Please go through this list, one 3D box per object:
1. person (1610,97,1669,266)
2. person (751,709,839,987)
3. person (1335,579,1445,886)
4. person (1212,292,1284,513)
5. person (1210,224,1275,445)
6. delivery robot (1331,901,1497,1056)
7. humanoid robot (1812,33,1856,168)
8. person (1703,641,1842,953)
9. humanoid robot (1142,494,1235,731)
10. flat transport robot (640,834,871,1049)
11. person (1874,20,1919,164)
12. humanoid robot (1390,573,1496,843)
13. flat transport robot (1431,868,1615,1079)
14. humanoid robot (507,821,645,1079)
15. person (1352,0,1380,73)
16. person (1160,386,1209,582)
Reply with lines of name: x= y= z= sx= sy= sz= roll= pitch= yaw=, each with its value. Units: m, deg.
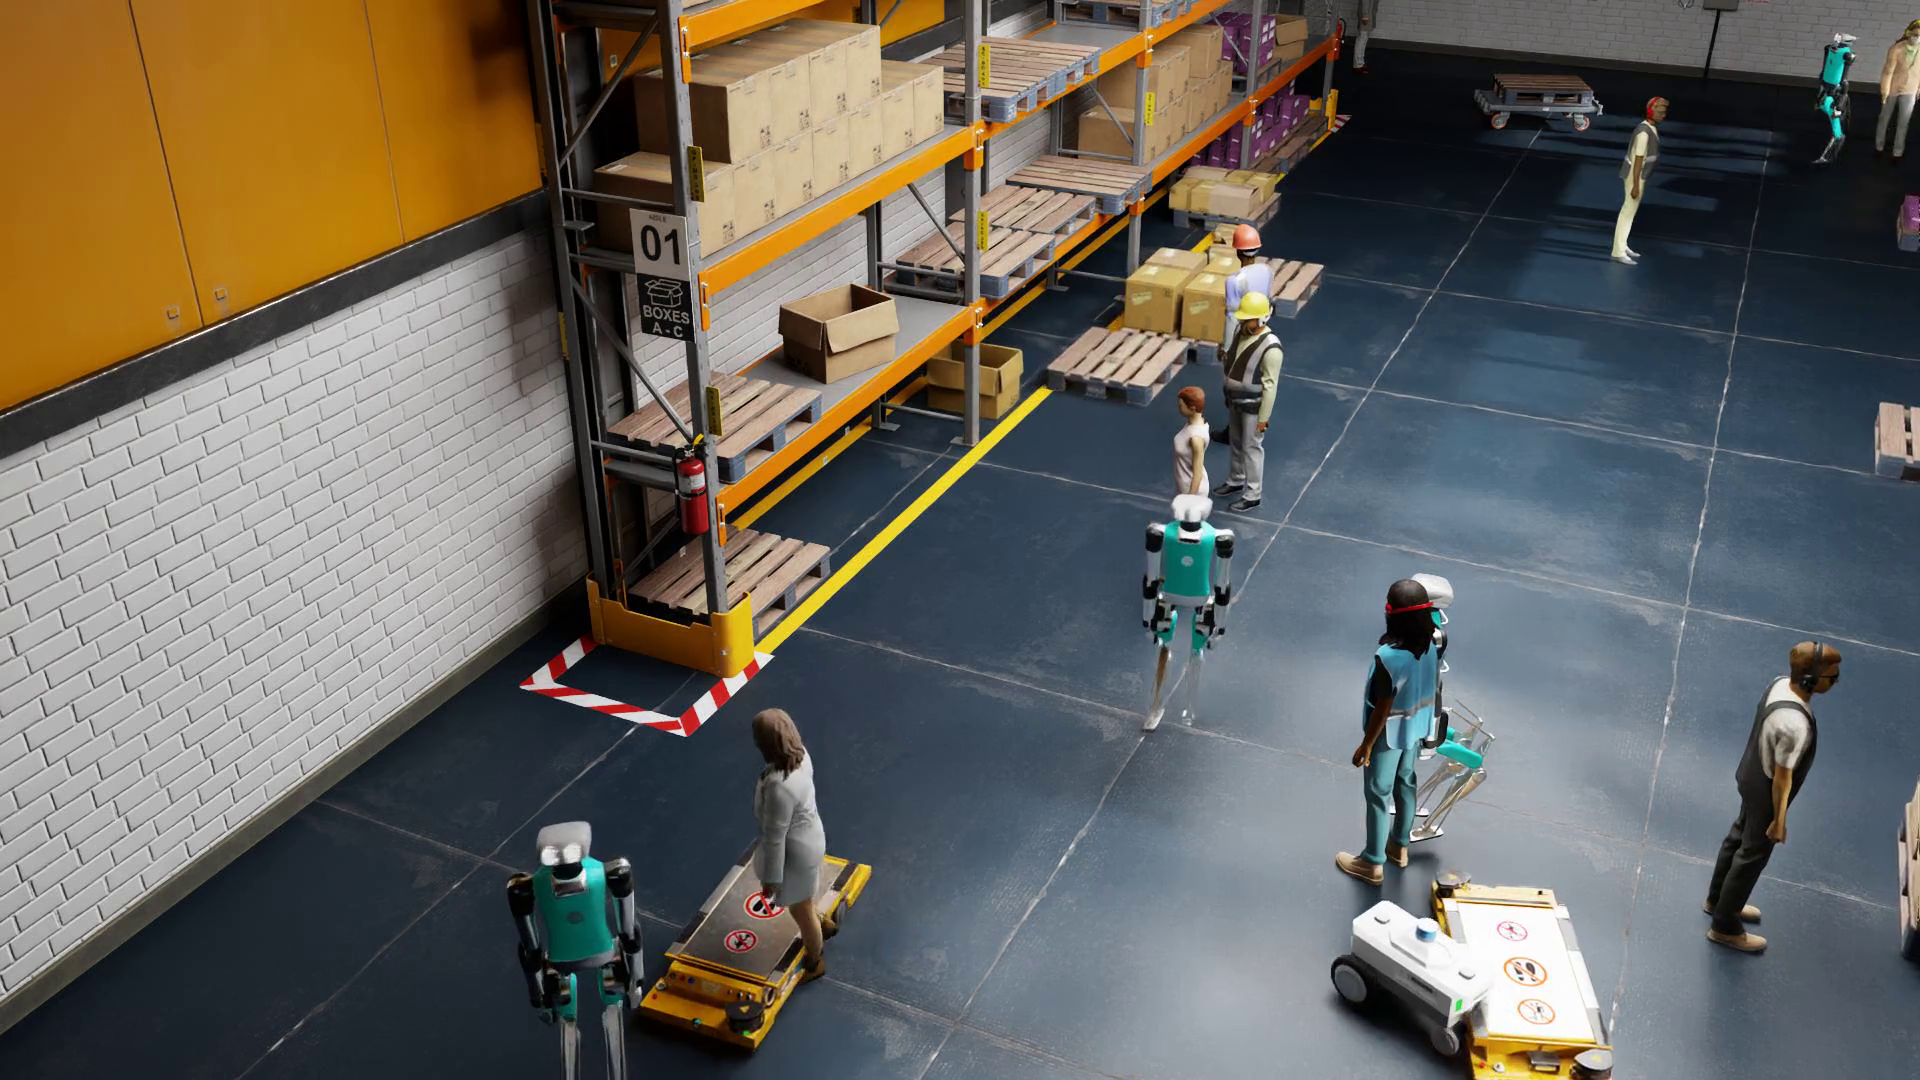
person: x=7.532 y=-4.010 z=18.506 sx=0.393 sy=1.841 sz=0.562 roll=14 pitch=31 yaw=24
person: x=-0.865 y=1.566 z=8.366 sx=0.372 sy=1.643 sz=0.523 roll=-4 pitch=29 yaw=-8
person: x=2.376 y=1.057 z=9.085 sx=0.541 sy=1.864 sz=0.370 roll=-21 pitch=35 yaw=-34
person: x=2.273 y=-1.098 z=13.132 sx=0.403 sy=1.824 sz=0.595 roll=-10 pitch=30 yaw=-18
person: x=2.396 y=-1.739 z=14.201 sx=0.545 sy=1.934 sz=0.373 roll=-23 pitch=36 yaw=-36
delivery robot: x=2.316 y=2.162 z=8.405 sx=0.499 sy=0.582 sz=0.773 roll=-21 pitch=35 yaw=-34
humanoid robot: x=11.580 y=-5.687 z=21.854 sx=0.714 sy=1.909 sz=0.549 roll=-4 pitch=29 yaw=-8
person: x=4.202 y=1.318 z=8.638 sx=0.337 sy=1.840 sz=0.505 roll=7 pitch=29 yaw=13
humanoid robot: x=1.405 y=0.440 z=10.369 sx=0.530 sy=1.795 sz=0.727 roll=5 pitch=29 yaw=9
flat transport robot: x=-1.058 y=2.082 z=8.868 sx=0.659 sy=0.231 sz=1.431 roll=10 pitch=30 yaw=19
person: x=12.490 y=-5.925 z=22.049 sx=0.564 sy=1.842 sz=0.874 roll=8 pitch=29 yaw=14
humanoid robot: x=2.741 y=0.938 z=9.302 sx=0.735 sy=1.677 sz=0.533 roll=-2 pitch=28 yaw=-5
flat transport robot: x=2.868 y=2.246 z=8.563 sx=0.659 sy=0.231 sz=1.431 roll=3 pitch=28 yaw=5
humanoid robot: x=-1.718 y=1.938 z=7.601 sx=0.540 sy=1.811 sz=0.659 roll=-7 pitch=29 yaw=-13
person: x=6.589 y=-8.496 z=26.837 sx=0.364 sy=1.830 sz=0.516 roll=12 pitch=31 yaw=21
person: x=1.627 y=-0.330 z=11.875 sx=0.284 sy=1.657 sz=0.452 roll=1 pitch=28 yaw=2
